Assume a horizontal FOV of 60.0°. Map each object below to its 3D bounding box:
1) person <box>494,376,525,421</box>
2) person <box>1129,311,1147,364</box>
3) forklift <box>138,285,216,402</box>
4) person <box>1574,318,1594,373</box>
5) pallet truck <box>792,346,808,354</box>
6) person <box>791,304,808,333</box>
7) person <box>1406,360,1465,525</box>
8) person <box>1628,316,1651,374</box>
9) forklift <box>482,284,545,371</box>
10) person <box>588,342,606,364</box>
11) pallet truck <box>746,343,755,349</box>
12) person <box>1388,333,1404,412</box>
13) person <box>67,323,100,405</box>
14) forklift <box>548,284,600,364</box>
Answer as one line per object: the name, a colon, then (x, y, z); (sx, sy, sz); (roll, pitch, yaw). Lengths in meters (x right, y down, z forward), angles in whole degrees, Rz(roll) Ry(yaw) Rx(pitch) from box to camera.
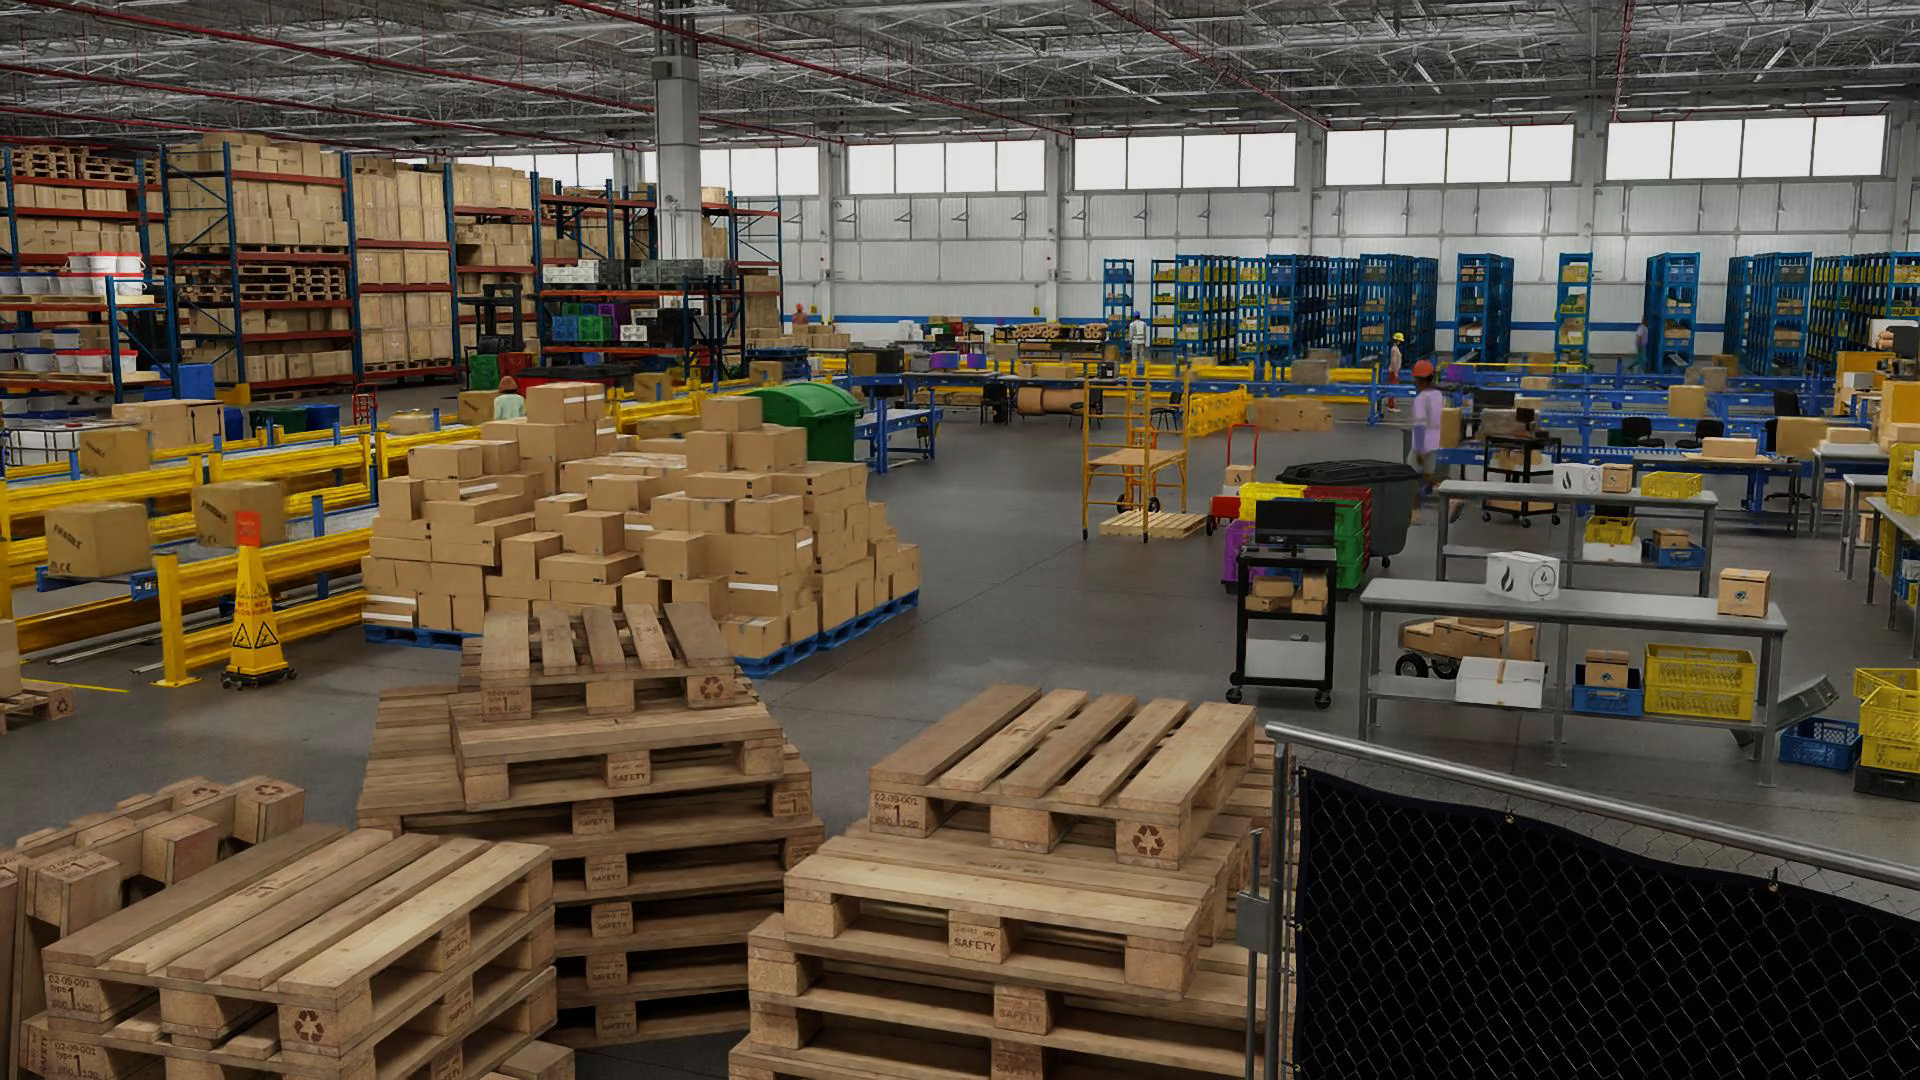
person: (-6.329, -1.496, 23.417); (0.278, 1.624, 0.494); (7, 12, 38)
person: (5.458, -6.072, 51.156); (0.601, 1.941, 0.395); (-5, 10, -27)
forklift: (-17.480, -4.200, 36.461); (1.873, 2.768, 1.129); (3, 10, 19)
person: (18.908, -5.898, 50.499); (0.686, 1.804, 0.616); (2, 9, 12)
pallet truck: (-3.705, -4.298, 42.022); (0.653, 1.274, 1.630); (3, 10, 20)
person: (-6.154, -8.129, 64.106); (0.599, 1.944, 1.070); (4, 10, 23)
person: (5.667, -1.154, 20.031); (0.759, 2.019, 0.619); (9, 13, 44)
person: (20.381, -5.800, 49.838); (0.532, 1.830, 0.589); (7, 11, 37)
forklift: (-10.832, -4.702, 39.610); (1.129, 2.768, 1.873); (3, 10, 20)
person: (-10.202, -5.263, 46.884); (0.539, 1.683, 0.444); (-1, 9, -7)
pallet truck: (-6.183, -4.618, 44.264); (1.601, 1.201, 0.680); (-9, 12, -43)
person: (9.682, -3.721, 36.953); (0.317, 1.765, 0.522); (2, 9, 14)
person: (-20.644, -4.131, 39.034); (0.543, 1.924, 0.728); (4, 10, 24)
forklift: (-10.824, -5.672, 45.705); (1.129, 2.768, 1.873); (3, 10, 20)
